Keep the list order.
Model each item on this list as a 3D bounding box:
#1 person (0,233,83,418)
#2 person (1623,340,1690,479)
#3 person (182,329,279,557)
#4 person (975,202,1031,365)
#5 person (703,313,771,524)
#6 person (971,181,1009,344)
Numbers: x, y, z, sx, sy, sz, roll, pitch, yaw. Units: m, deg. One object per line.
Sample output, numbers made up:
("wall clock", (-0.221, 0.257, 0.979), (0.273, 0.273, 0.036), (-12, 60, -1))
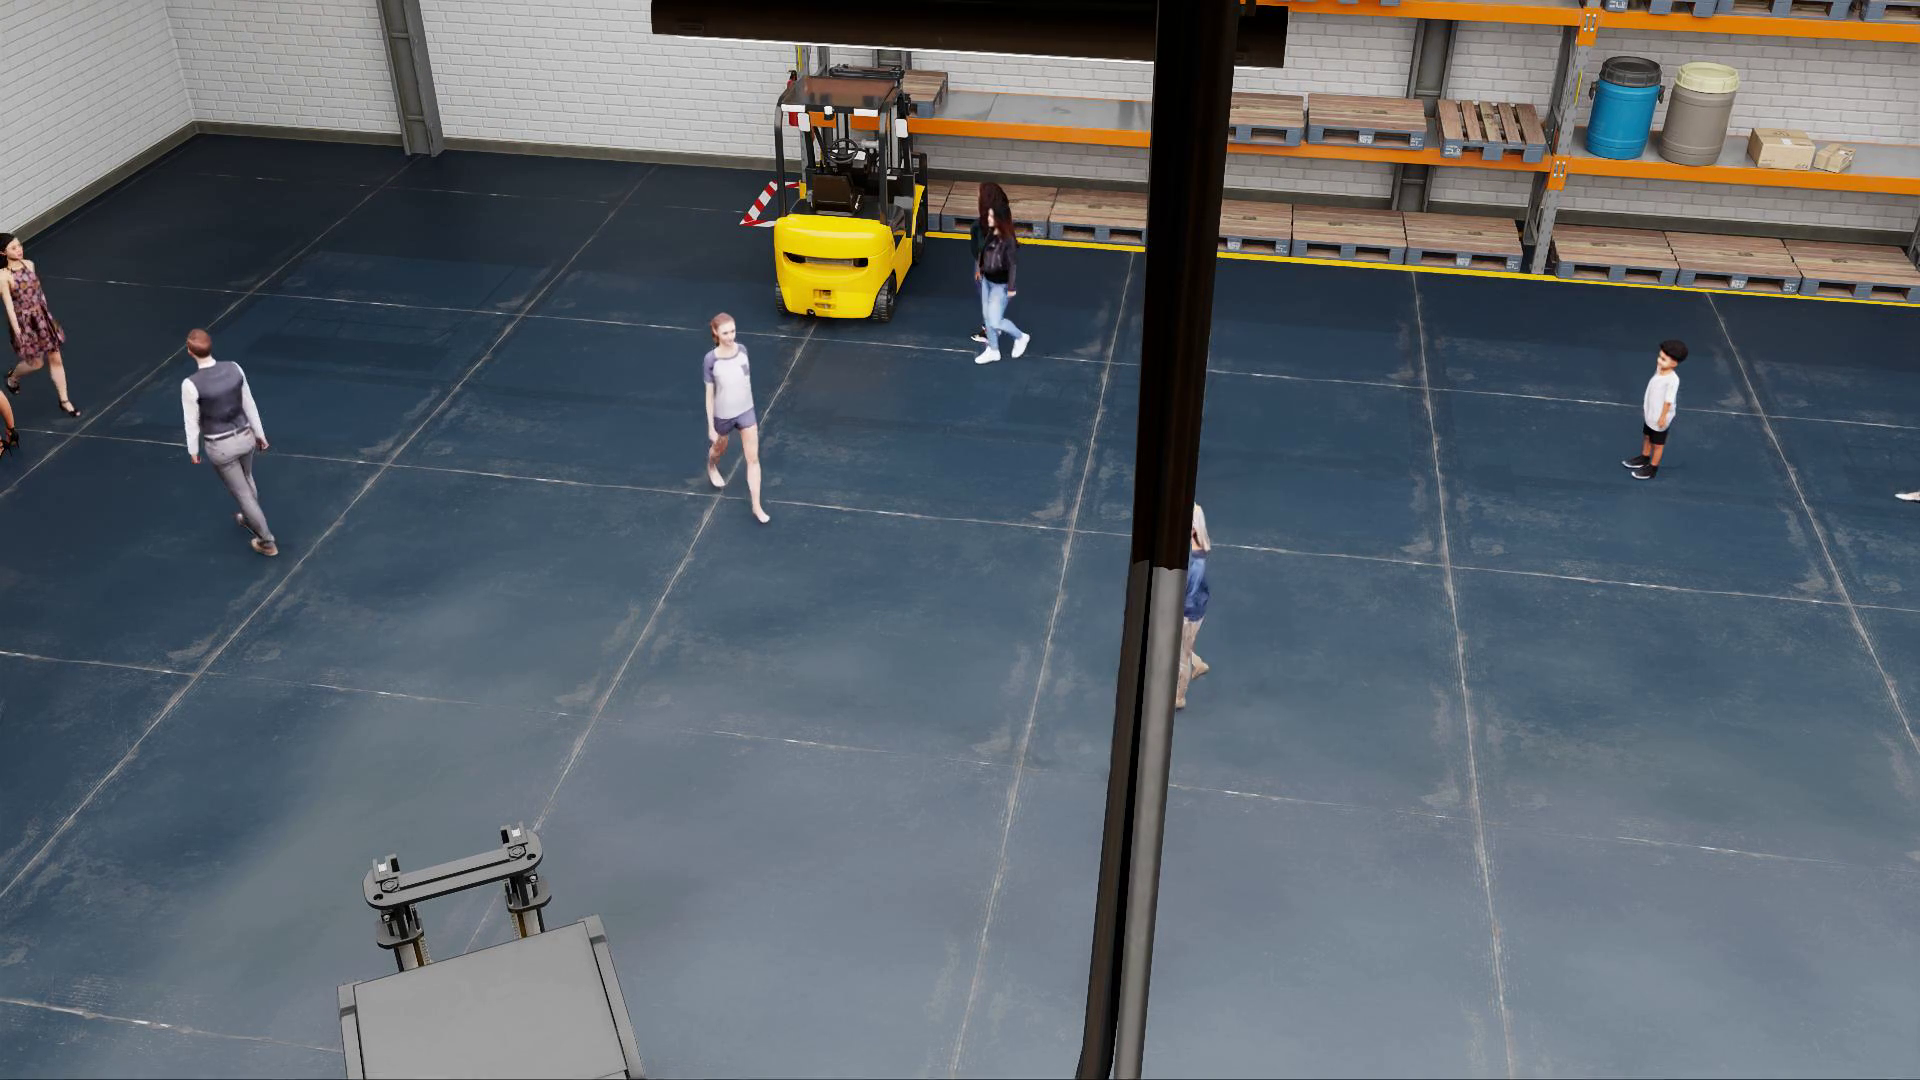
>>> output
("person", (-8.281, -1.889, 14.742), (0.922, 1.764, 0.663), (8, 34, 12))
("person", (5.915, -1.113, 14.031), (0.560, 1.257, 0.536), (-4, 34, -7))
("person", (-5.577, -0.714, 12.834), (1.061, 1.918, 0.938), (24, 40, 31))
("person", (0.414, -2.424, 15.674), (0.907, 1.623, 0.839), (-14, 36, -20))
("person", (-1.891, -1.047, 13.507), (1.110, 1.728, 1.129), (-18, 38, -25))
("person", (0.284, -2.688, 16.080), (0.704, 1.612, 0.685), (19, 38, 26))
